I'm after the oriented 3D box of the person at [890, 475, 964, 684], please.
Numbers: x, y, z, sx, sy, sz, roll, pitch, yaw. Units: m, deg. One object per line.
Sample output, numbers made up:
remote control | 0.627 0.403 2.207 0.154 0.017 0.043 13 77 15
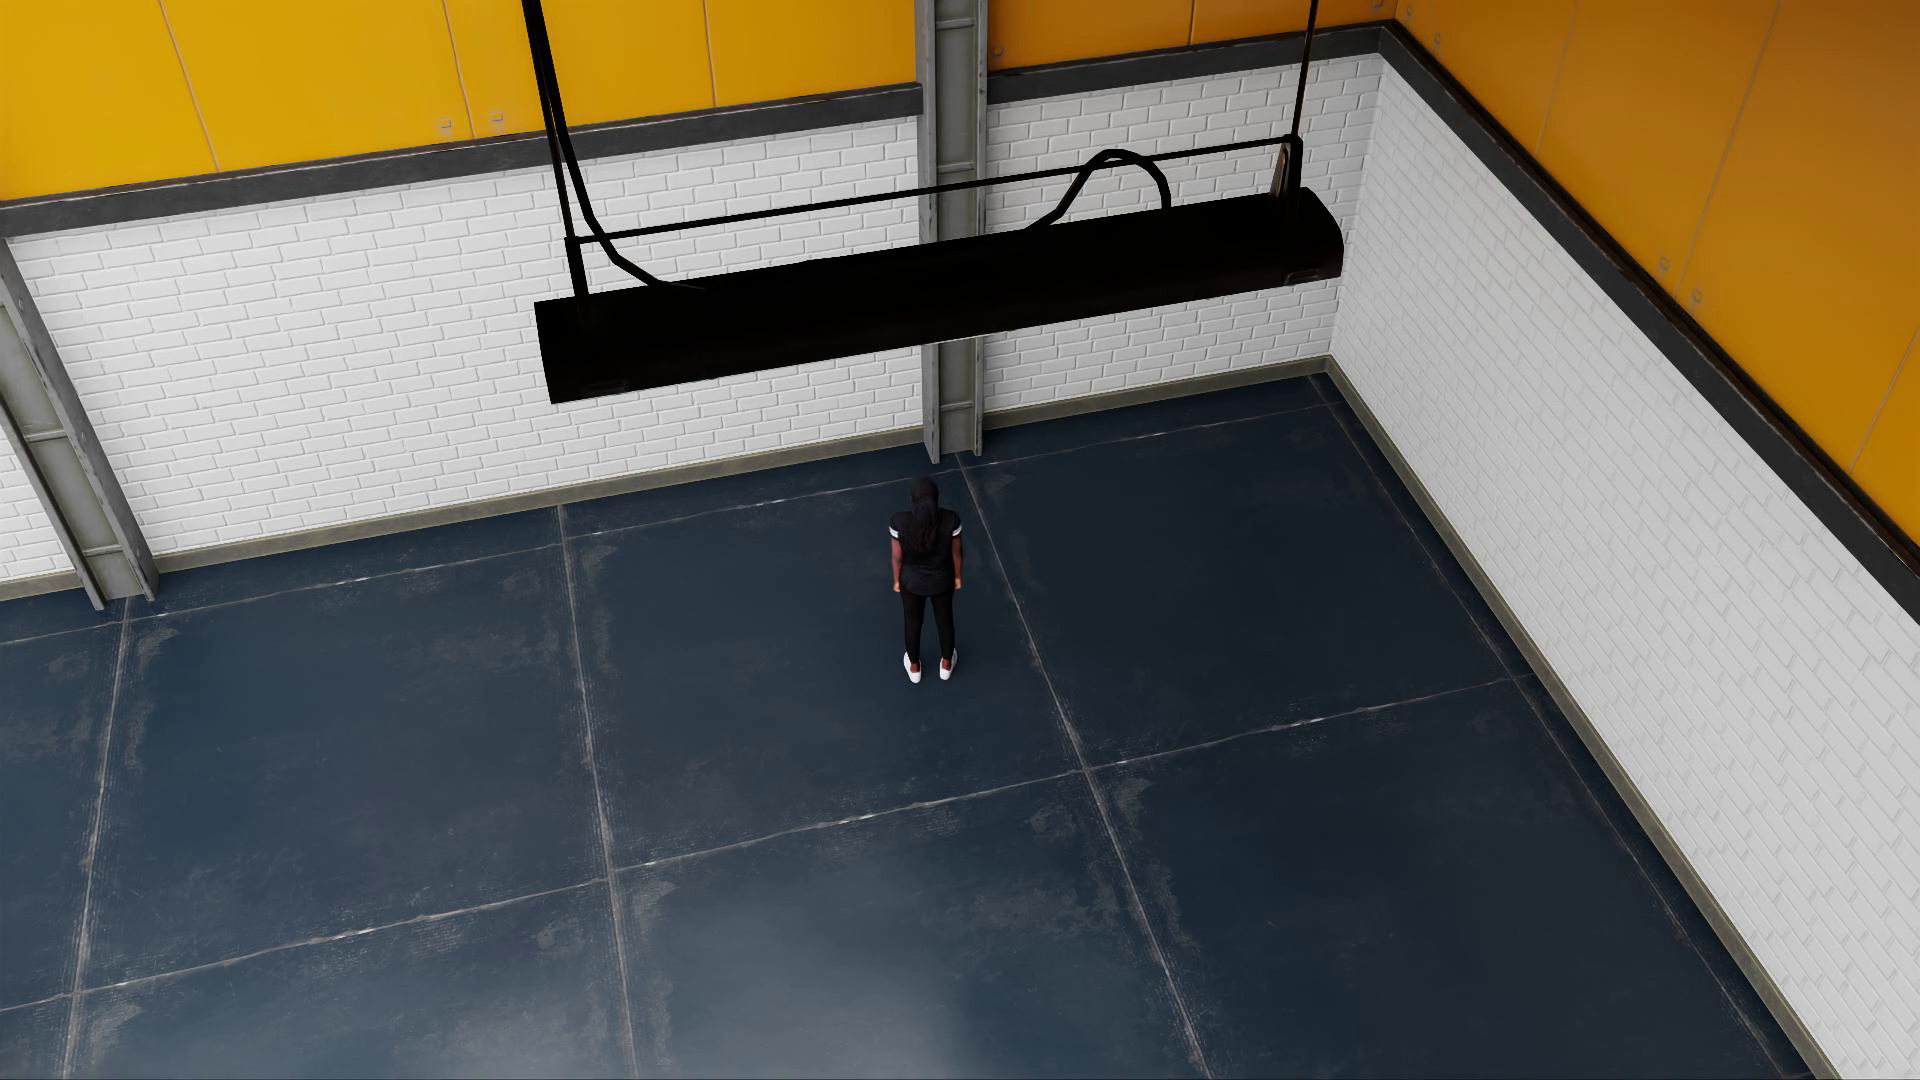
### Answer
person | -0.207 0.245 10.553 0.588 1.726 0.714 -3 44 -3
